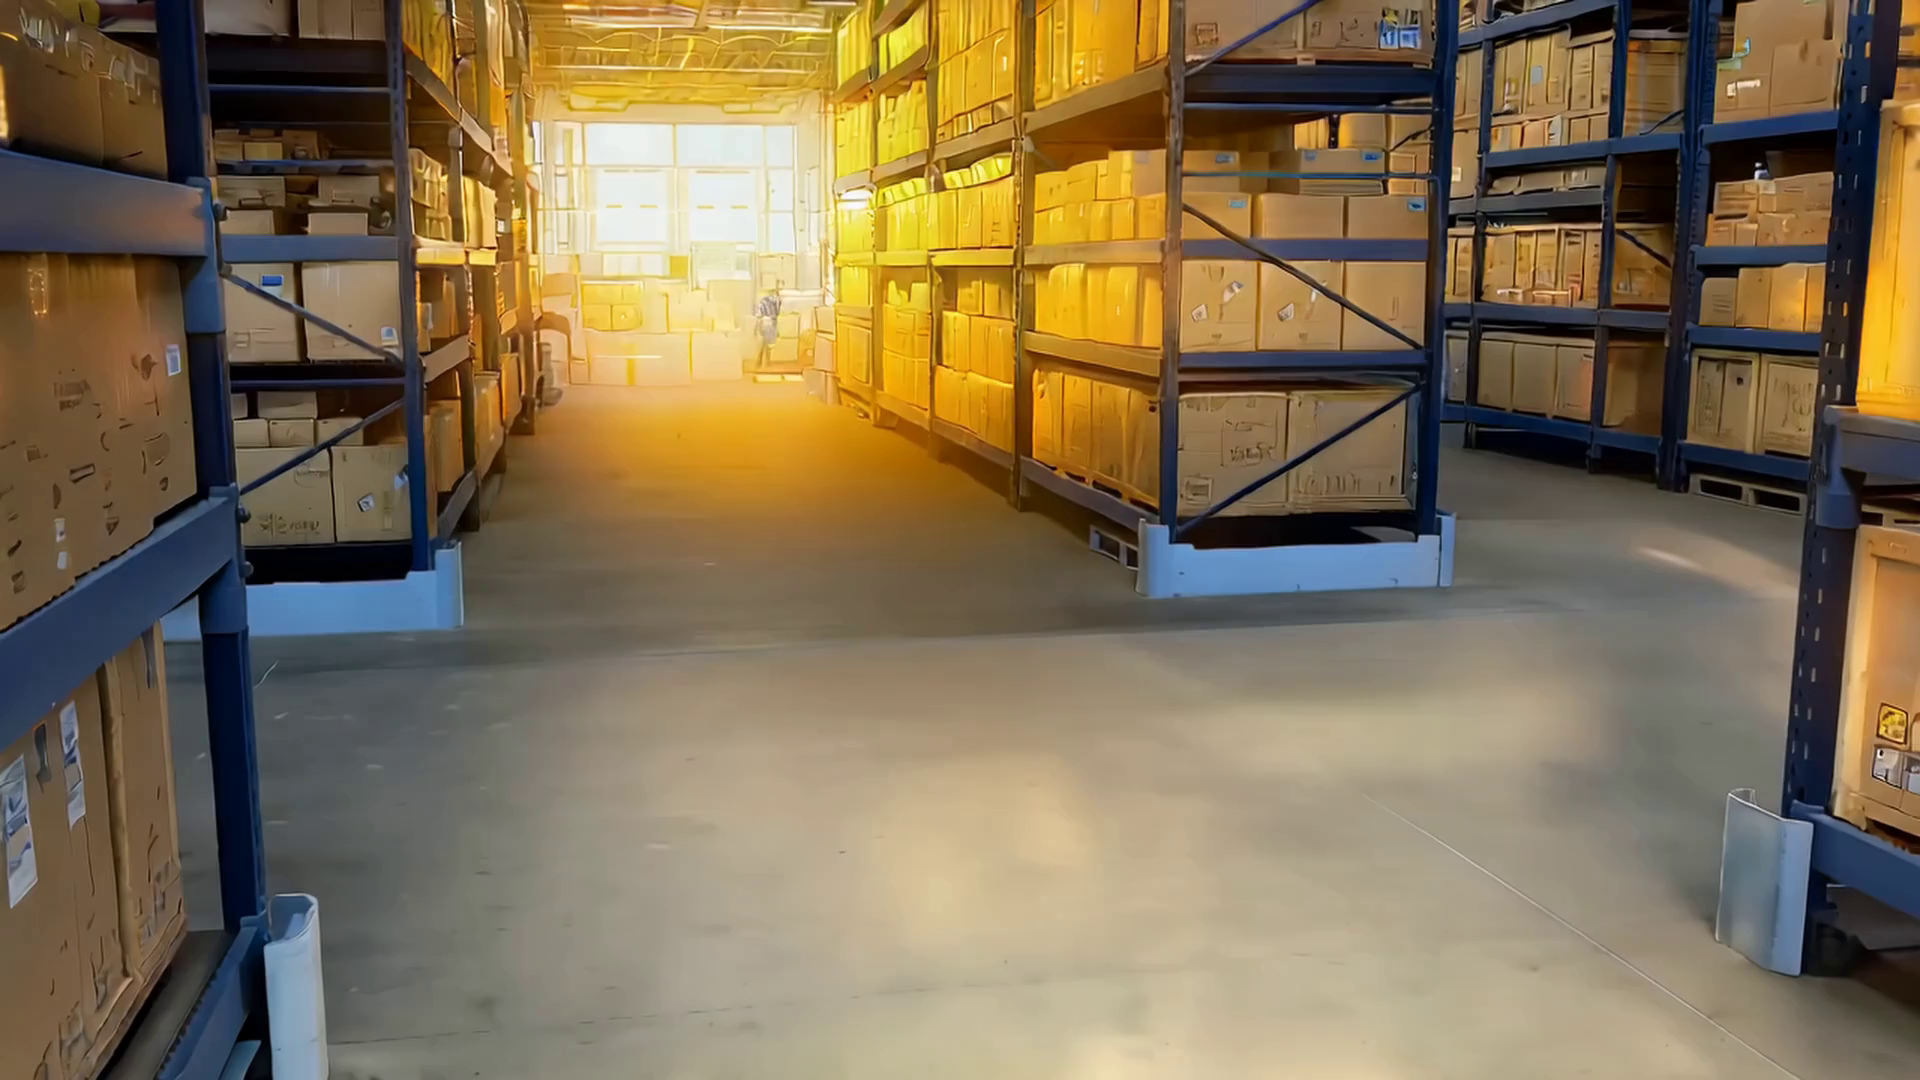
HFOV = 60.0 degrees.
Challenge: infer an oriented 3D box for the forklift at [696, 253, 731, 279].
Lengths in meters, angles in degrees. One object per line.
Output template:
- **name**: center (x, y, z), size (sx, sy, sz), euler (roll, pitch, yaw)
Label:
- **forklift**: center (-6.403, -6.321, 43.352), size (1.129, 2.768, 1.873), euler (-2, 10, -12)

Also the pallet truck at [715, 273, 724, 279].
- **pallet truck**: center (-8.580, -8.986, 62.280), size (1.885, 1.965, 0.823), euler (1, 9, 5)

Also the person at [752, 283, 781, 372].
- **person**: center (-3.999, -4.382, 34.532), size (0.772, 1.885, 0.560), euler (8, 12, 39)

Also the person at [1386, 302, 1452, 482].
- **person**: center (4.818, -1.579, 17.517), size (0.665, 1.881, 0.900), euler (1, 9, 5)
